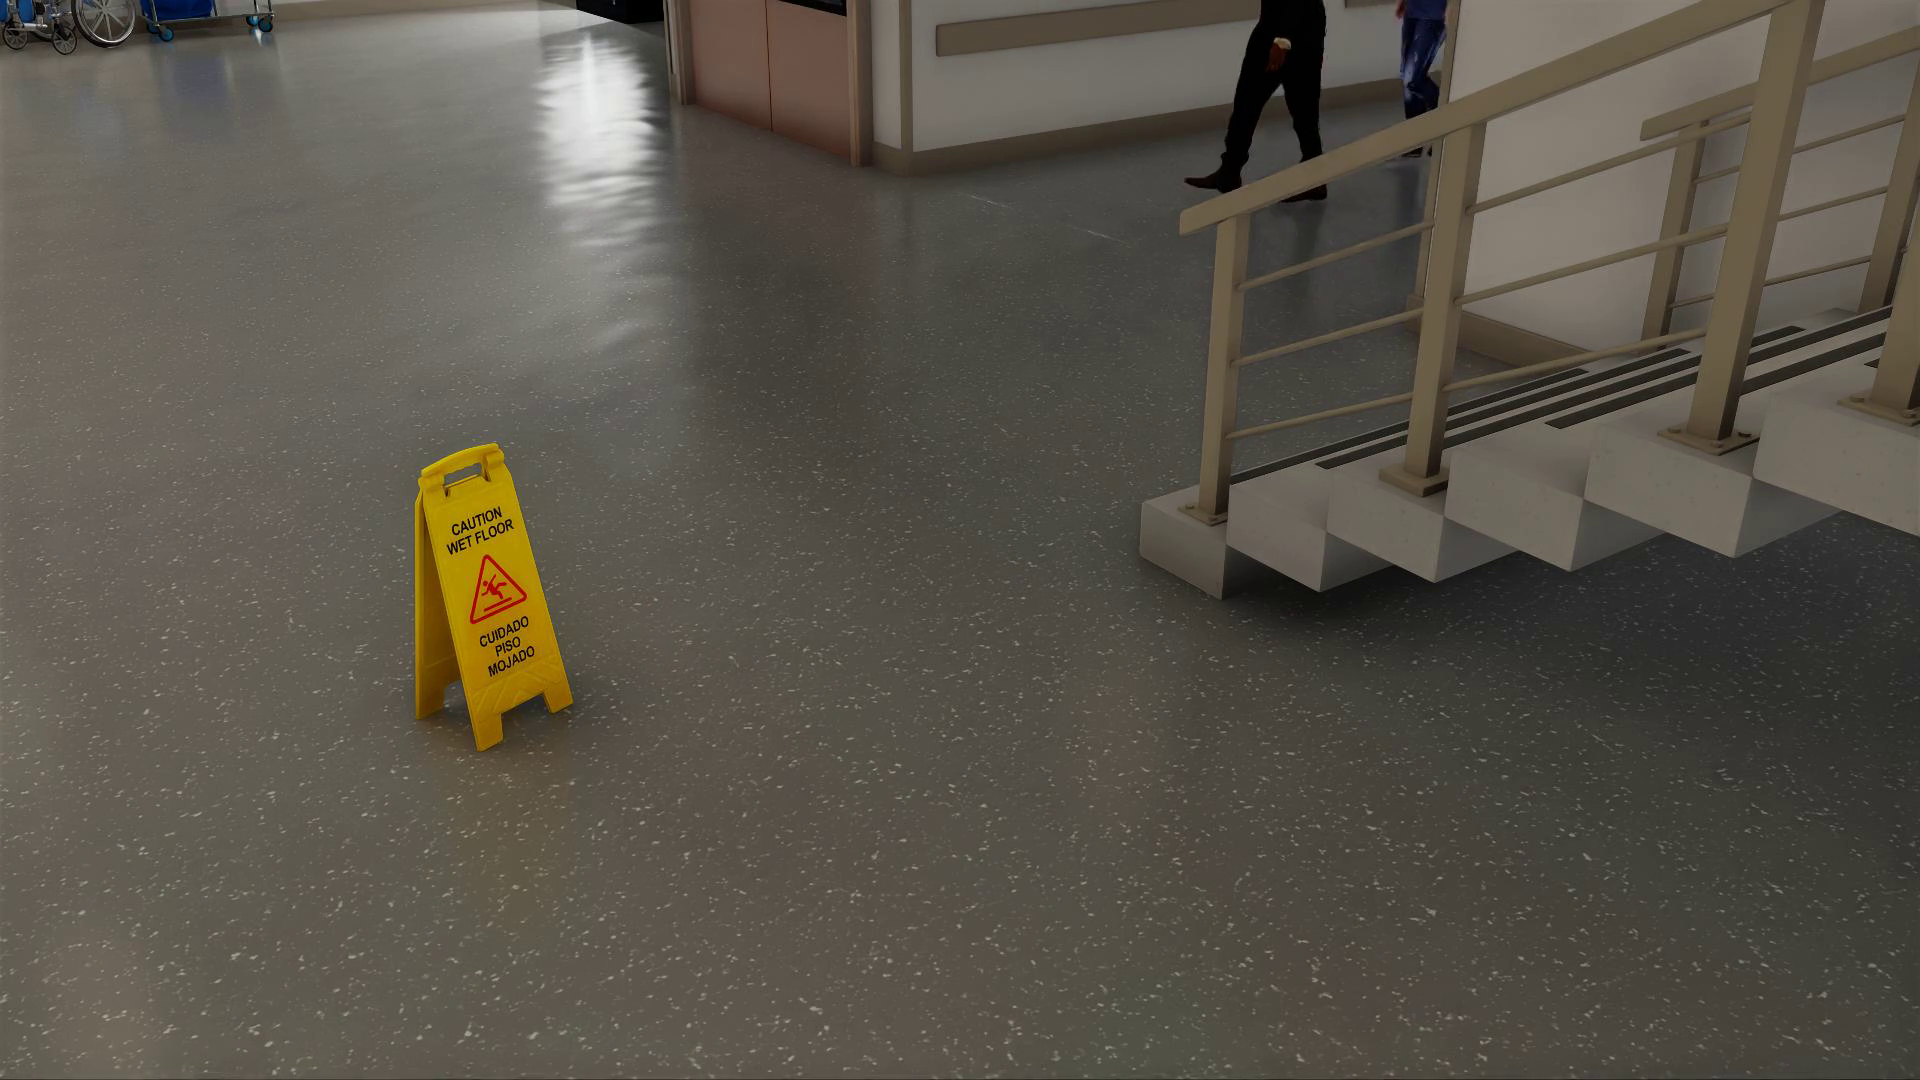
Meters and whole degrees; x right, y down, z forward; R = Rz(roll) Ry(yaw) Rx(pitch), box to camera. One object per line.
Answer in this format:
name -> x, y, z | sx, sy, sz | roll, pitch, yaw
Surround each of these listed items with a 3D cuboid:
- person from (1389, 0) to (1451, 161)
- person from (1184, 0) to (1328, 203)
person -> 2.987, -3.279, 10.394 | 0.913, 1.812, 0.801 | -5, 26, -10
person -> 1.954, -2.838, 9.403 | 1.020, 1.878, 1.113 | -7, 27, -14
